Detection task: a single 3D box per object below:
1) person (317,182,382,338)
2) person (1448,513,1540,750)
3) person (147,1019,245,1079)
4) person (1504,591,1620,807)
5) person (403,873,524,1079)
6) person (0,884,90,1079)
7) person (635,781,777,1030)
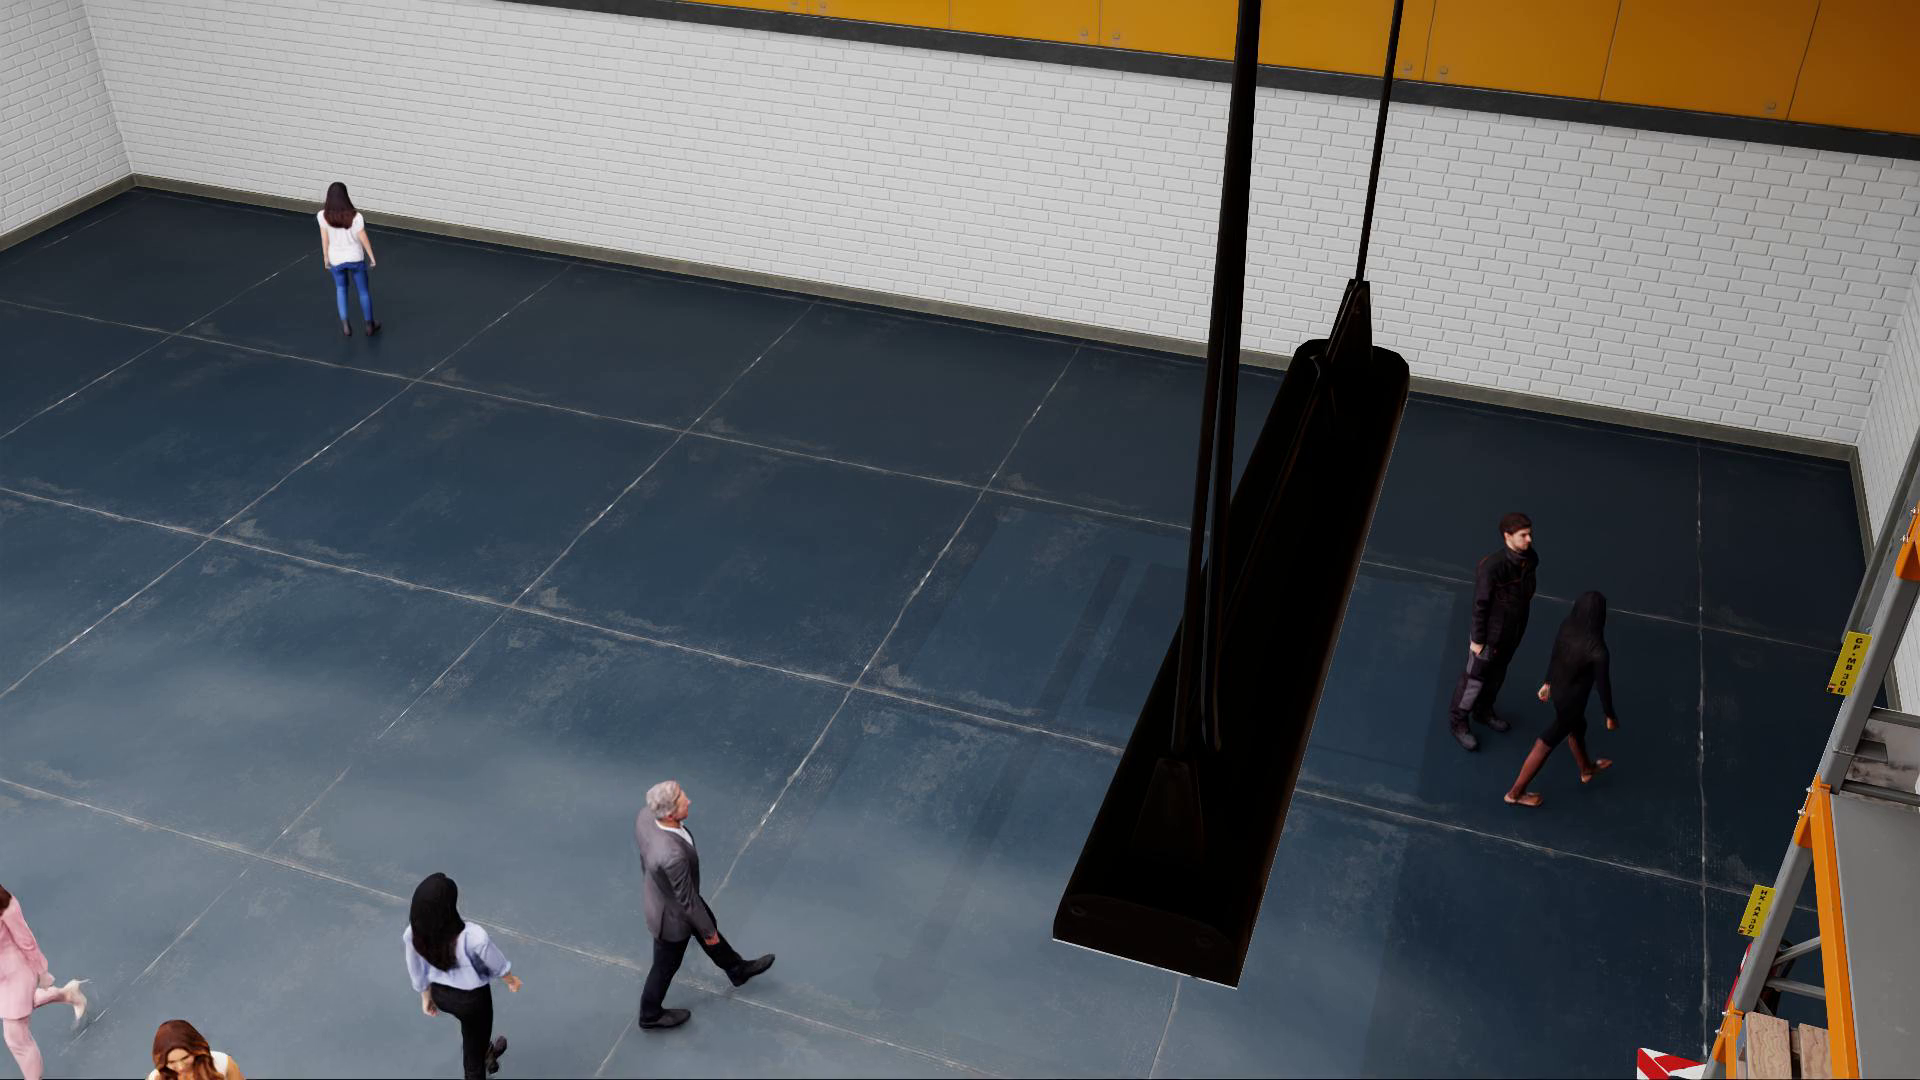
[{"bbox_3d":[-6.210,-2.786,16.853,0.752,1.677,0.773,-1,34,-2],"label":"person"},{"bbox_3d":[3.739,0.609,11.601,0.740,1.837,0.856,-21,39,-29],"label":"person"},{"bbox_3d":[-3.663,2.907,8.200,0.710,1.774,0.757,-10,35,-14],"label":"person"},{"bbox_3d":[3.937,1.092,11.009,1.033,1.688,1.104,-4,34,-6],"label":"person"},{"bbox_3d":[-2.680,2.525,8.825,0.723,1.719,0.940,9,35,13],"label":"person"},{"bbox_3d":[-5.177,2.325,9.079,0.794,1.772,1.175,3,34,4],"label":"person"},{"bbox_3d":[-1.690,2.102,9.384,1.231,1.806,1.185,-13,36,-19],"label":"person"}]
